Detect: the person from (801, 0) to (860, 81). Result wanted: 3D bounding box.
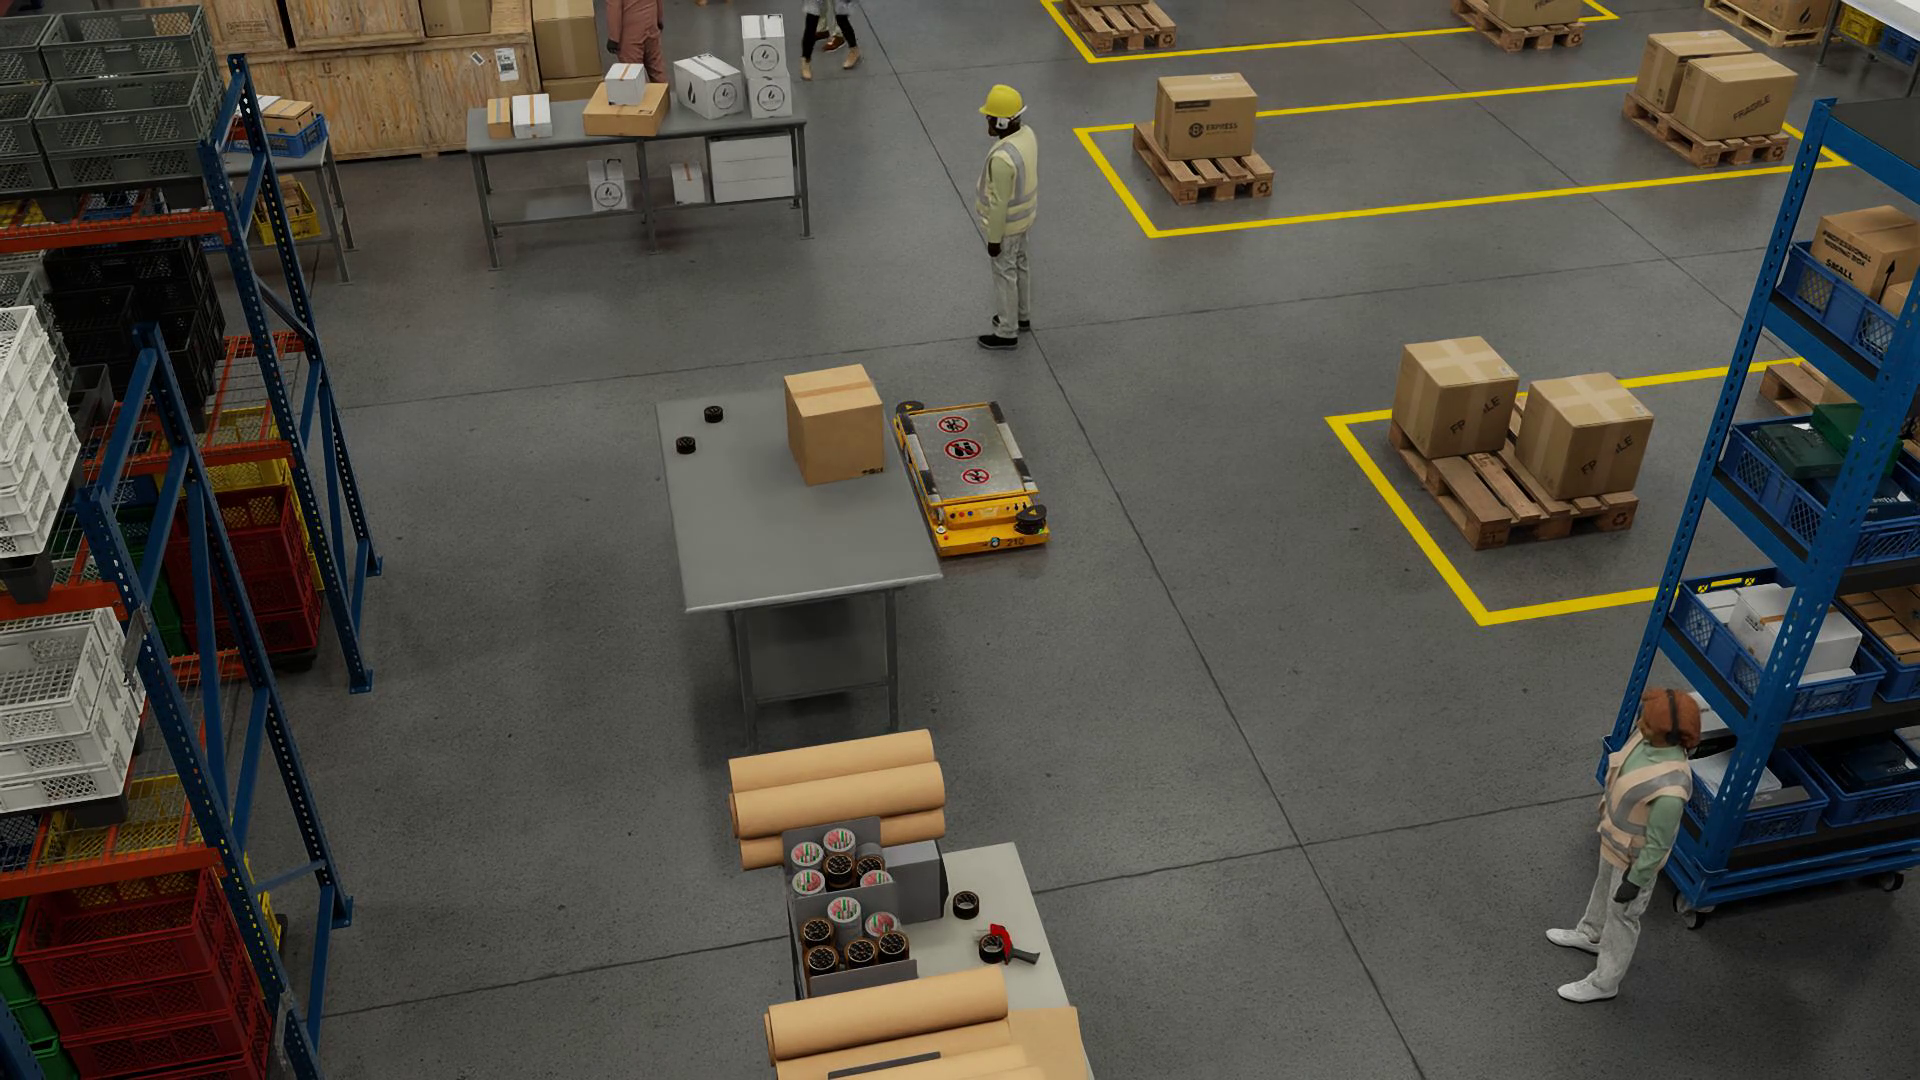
[{"bbox_3d":[-1.211,-5.089,15.220,0.561,1.665,0.500,1,37,1],"label":"person"}]

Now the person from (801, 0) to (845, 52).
[{"bbox_3d":[-1.299,-5.579,15.702,0.328,1.869,0.521,-29,45,-33],"label":"person"}]

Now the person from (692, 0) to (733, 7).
[{"bbox_3d":[-2.574,-6.334,16.740,0.634,1.838,0.429,-13,39,-17],"label":"person"}]

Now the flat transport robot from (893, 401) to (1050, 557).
[{"bbox_3d":[0.046,-0.430,10.108,0.652,0.197,1.431,-8,37,-10],"label":"flat transport robot"}]

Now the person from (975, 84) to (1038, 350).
[{"bbox_3d":[0.306,-2.163,11.146,0.403,1.823,0.591,13,38,16],"label":"person"}]

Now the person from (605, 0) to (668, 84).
[{"bbox_3d":[-2.757,-4.342,14.008,0.402,1.904,0.652,21,42,26],"label":"person"}]

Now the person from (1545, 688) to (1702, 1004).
[{"bbox_3d":[2.713,1.232,6.737,0.309,1.638,0.513,6,37,7],"label":"person"}]
